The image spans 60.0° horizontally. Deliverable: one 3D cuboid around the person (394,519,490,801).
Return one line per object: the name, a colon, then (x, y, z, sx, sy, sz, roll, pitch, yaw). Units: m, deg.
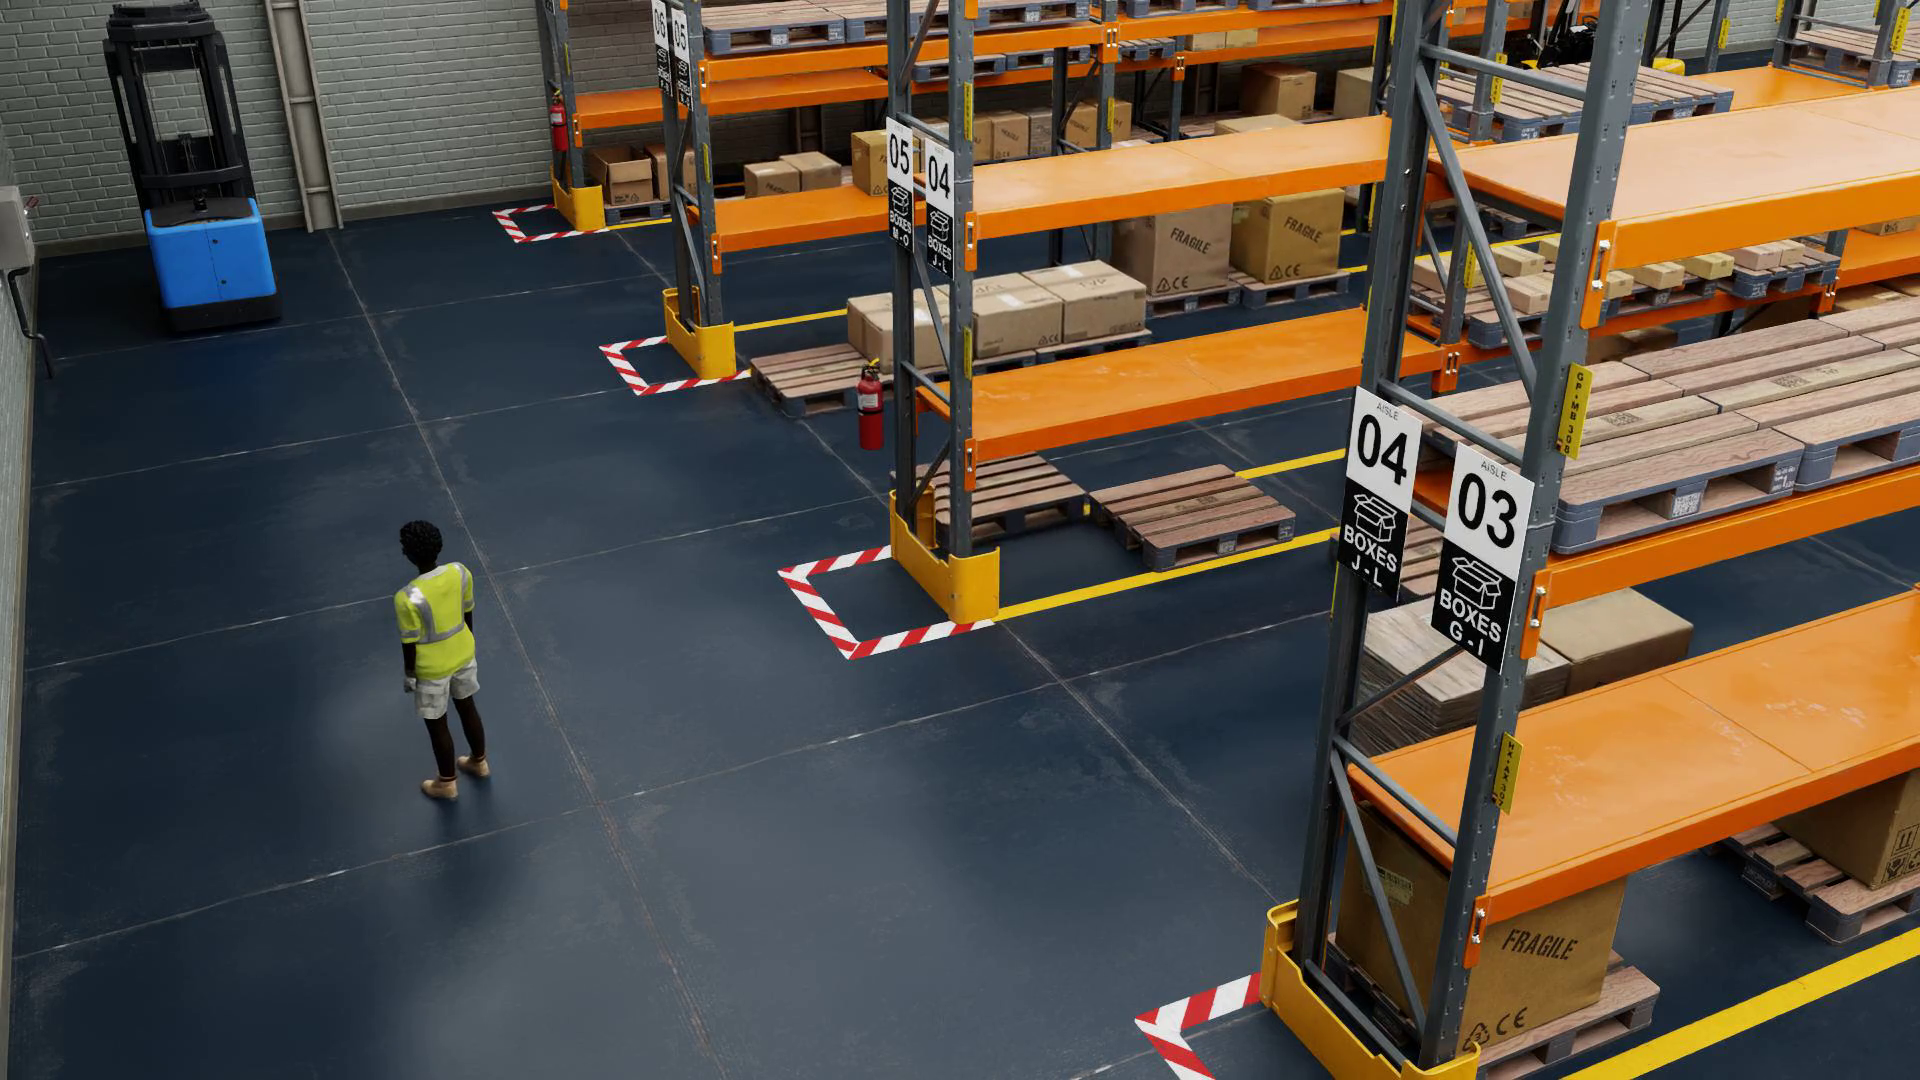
person: (-2.891, 0.666, 9.286, 0.321, 1.686, 0.537, 13, 30, 24)

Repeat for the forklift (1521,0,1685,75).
forklift: (8.950, -6.807, 23.056, 1.214, 2.155, 2.313, -12, 30, -22)

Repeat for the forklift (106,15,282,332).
forklift: (-7.548, -3.672, 16.323, 1.129, 2.768, 1.873, -12, 30, -22)
